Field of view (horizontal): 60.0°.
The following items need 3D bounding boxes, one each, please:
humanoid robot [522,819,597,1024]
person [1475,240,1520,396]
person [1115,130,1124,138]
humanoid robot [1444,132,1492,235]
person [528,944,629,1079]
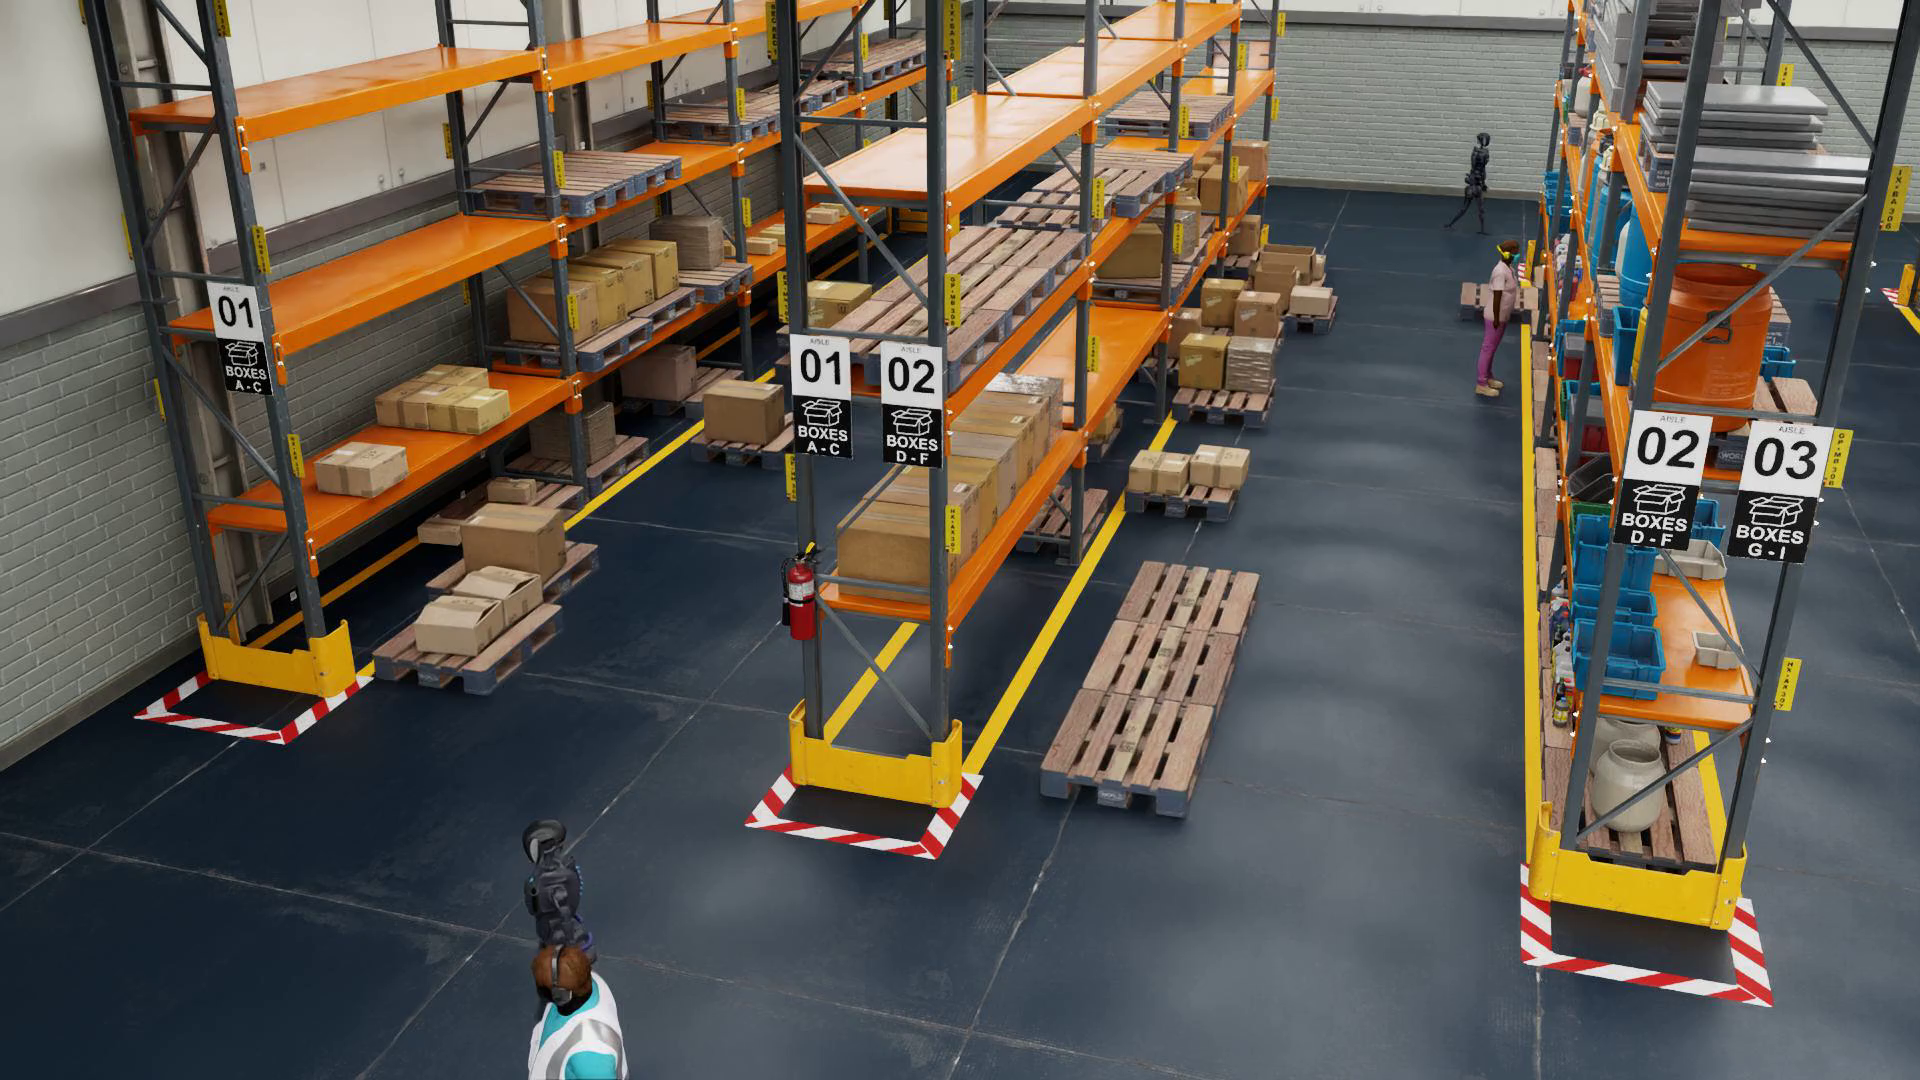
[{"bbox_3d":[-1.975,2.137,8.448,0.405,1.646,0.608,-12,26,-26],"label":"humanoid robot"},{"bbox_3d":[6.229,-2.582,19.226,0.330,1.800,0.539,11,26,24],"label":"person"},{"bbox_3d":[2.639,-5.889,27.081,0.908,1.643,0.506,1,23,3],"label":"person"},{"bbox_3d":[8.262,-5.733,26.750,0.765,1.637,0.613,17,29,34],"label":"humanoid robot"},{"bbox_3d":[-1.654,2.542,7.299,0.431,1.840,0.620,-8,24,-17],"label":"person"}]
